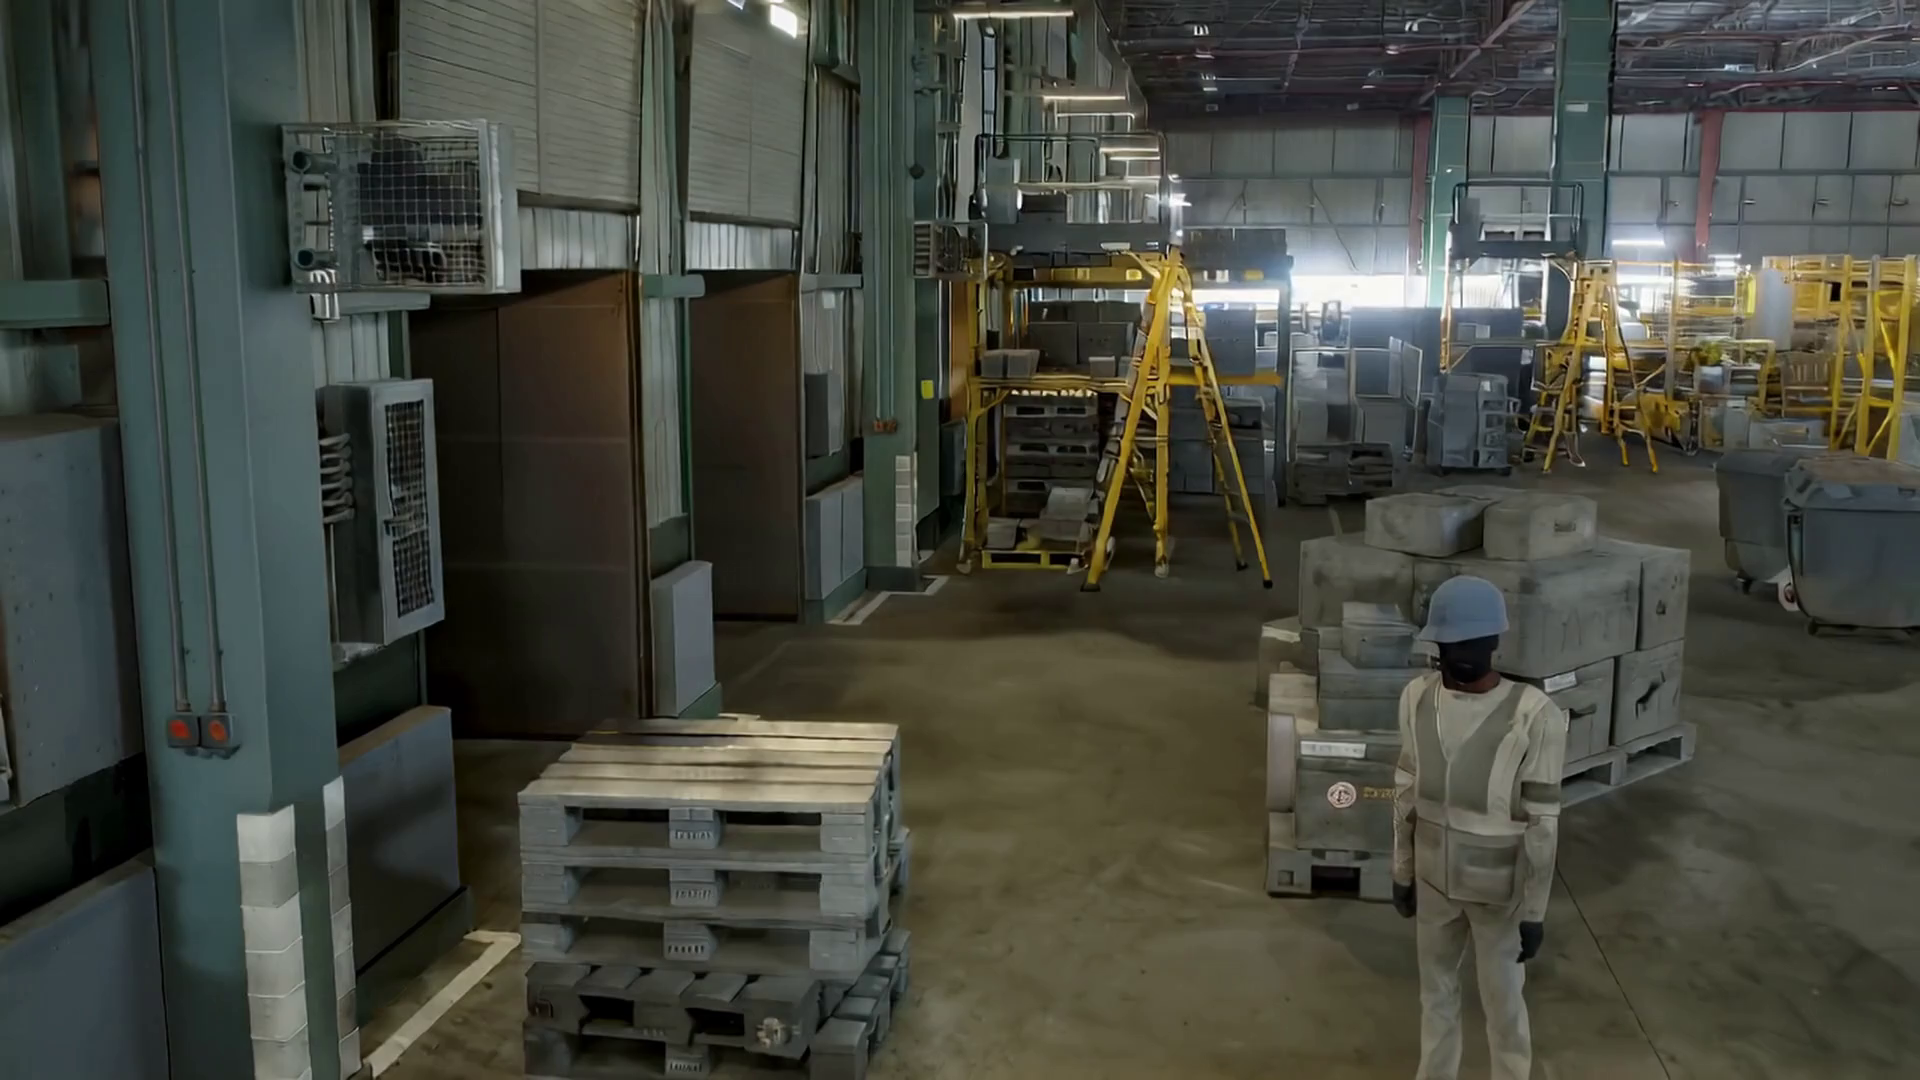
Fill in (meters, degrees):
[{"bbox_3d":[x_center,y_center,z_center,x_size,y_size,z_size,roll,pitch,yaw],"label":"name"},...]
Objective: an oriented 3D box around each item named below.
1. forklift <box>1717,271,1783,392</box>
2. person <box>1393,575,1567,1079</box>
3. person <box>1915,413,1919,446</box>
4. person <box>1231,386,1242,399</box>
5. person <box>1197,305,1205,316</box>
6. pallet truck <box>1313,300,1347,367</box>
[{"bbox_3d":[18.658,-4.833,38.573,1.873,2.768,1.129,1,9,8],"label":"forklift"},{"bbox_3d":[1.587,1.056,5.218,0.394,1.920,0.584,-7,12,-38],"label":"person"},{"bbox_3d":[15.722,-2.360,26.841,0.485,1.737,0.321,-4,10,-24],"label":"person"},{"bbox_3d":[5.822,-3.590,34.750,0.315,1.634,0.516,-2,10,-15],"label":"person"},{"bbox_3d":[6.392,-5.304,44.412,0.544,1.929,0.388,-8,12,-41],"label":"person"},{"bbox_3d":[11.159,-6.200,49.718,0.823,1.965,1.885,4,10,26],"label":"pallet truck"}]
